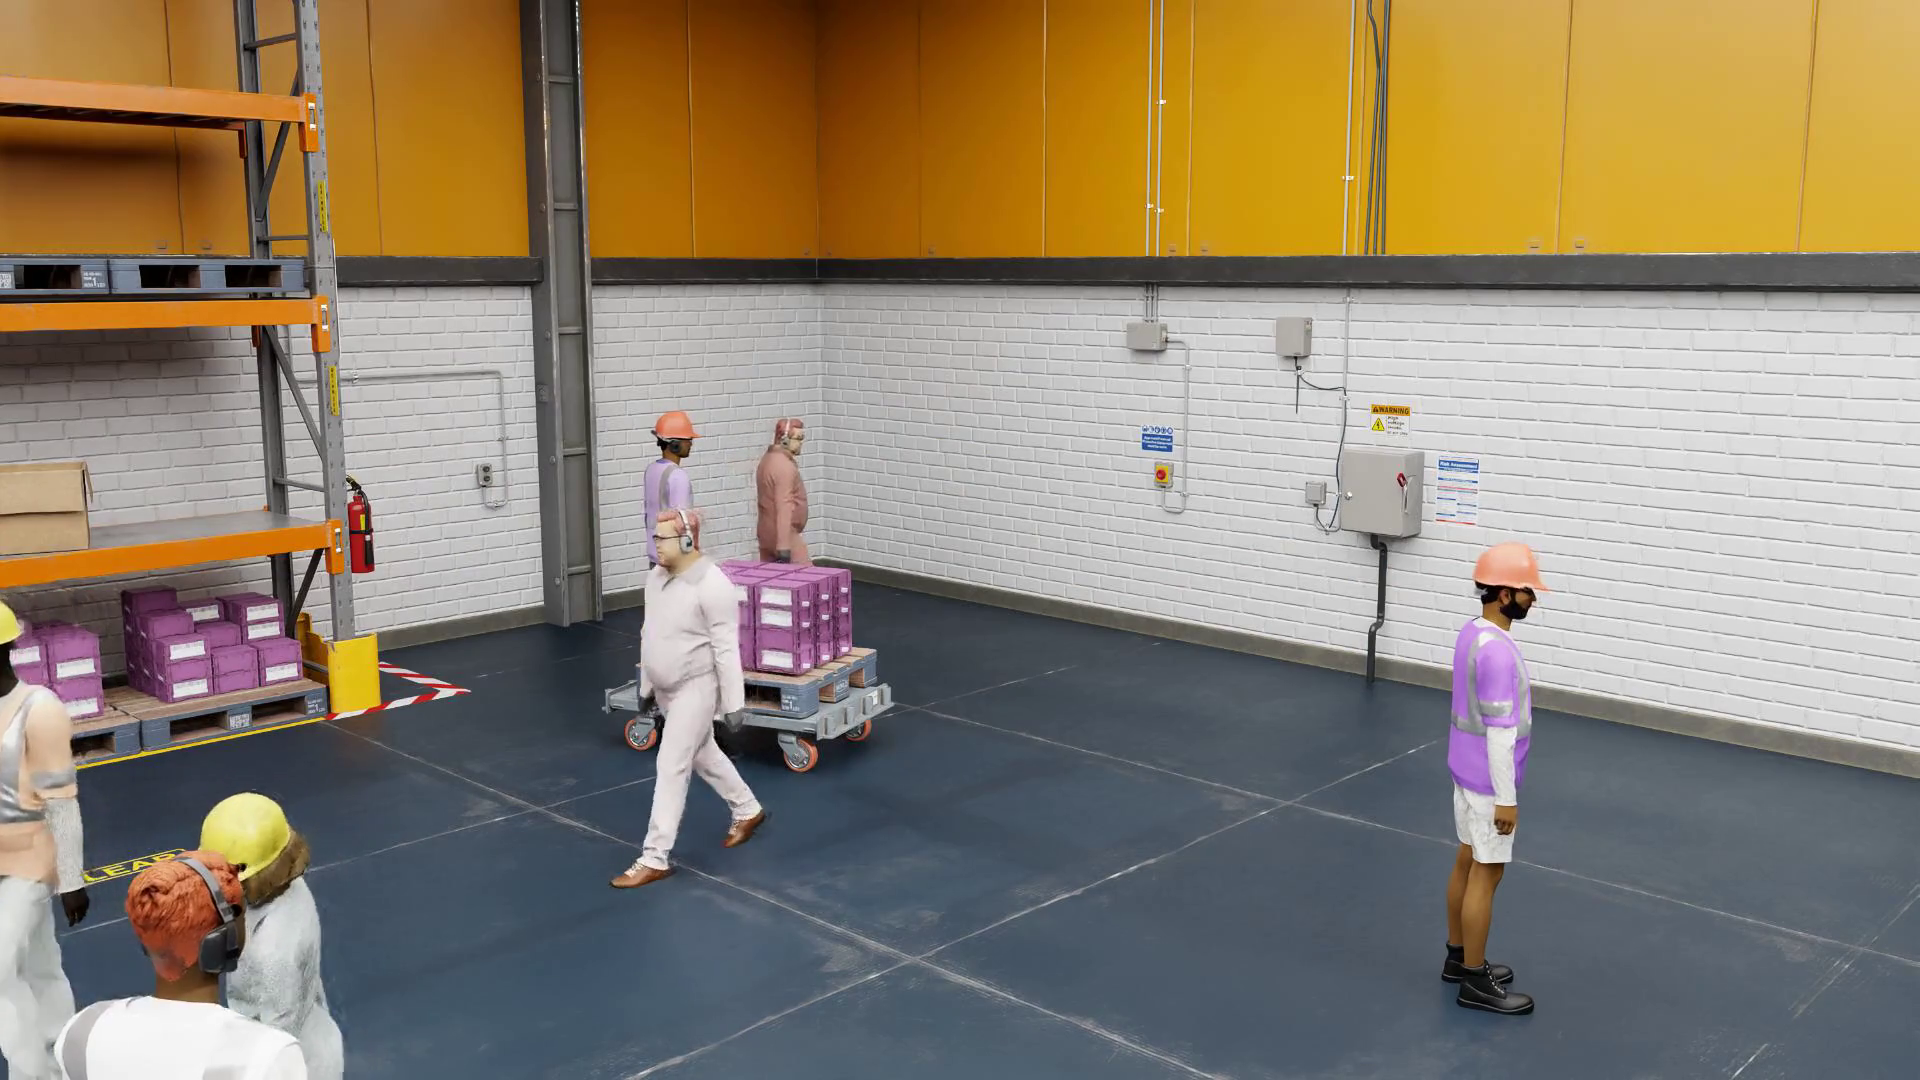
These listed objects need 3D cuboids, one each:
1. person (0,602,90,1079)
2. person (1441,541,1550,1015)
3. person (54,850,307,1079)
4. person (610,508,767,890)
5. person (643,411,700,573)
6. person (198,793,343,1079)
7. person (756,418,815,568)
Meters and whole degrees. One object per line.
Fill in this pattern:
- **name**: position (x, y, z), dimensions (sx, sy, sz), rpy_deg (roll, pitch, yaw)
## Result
- **person**: position (-3.382, 1.144, 5.806), dimensions (0.629, 1.906, 0.617), rpy_deg (7, 11, 35)
- **person**: position (2.197, 0.962, 6.845), dimensions (0.356, 1.938, 0.544), rpy_deg (1, 9, 4)
- **person**: position (-1.524, 1.552, 3.396), dimensions (0.575, 1.883, 0.362), rpy_deg (3, 10, 17)
- **person**: position (-1.356, 0.746, 8.412), dimensions (0.995, 1.864, 0.642), rpy_deg (-8, 12, -40)
- **person**: position (-2.012, 0.109, 11.747), dimensions (0.394, 2.044, 0.609), rpy_deg (-6, 11, -31)
- **person**: position (-1.832, 1.452, 4.565), dimensions (0.373, 1.696, 0.676), rpy_deg (-3, 10, -19)
- **person**: position (-1.302, -0.020, 13.023), dimensions (0.710, 1.876, 0.675), rpy_deg (-3, 10, -20)
